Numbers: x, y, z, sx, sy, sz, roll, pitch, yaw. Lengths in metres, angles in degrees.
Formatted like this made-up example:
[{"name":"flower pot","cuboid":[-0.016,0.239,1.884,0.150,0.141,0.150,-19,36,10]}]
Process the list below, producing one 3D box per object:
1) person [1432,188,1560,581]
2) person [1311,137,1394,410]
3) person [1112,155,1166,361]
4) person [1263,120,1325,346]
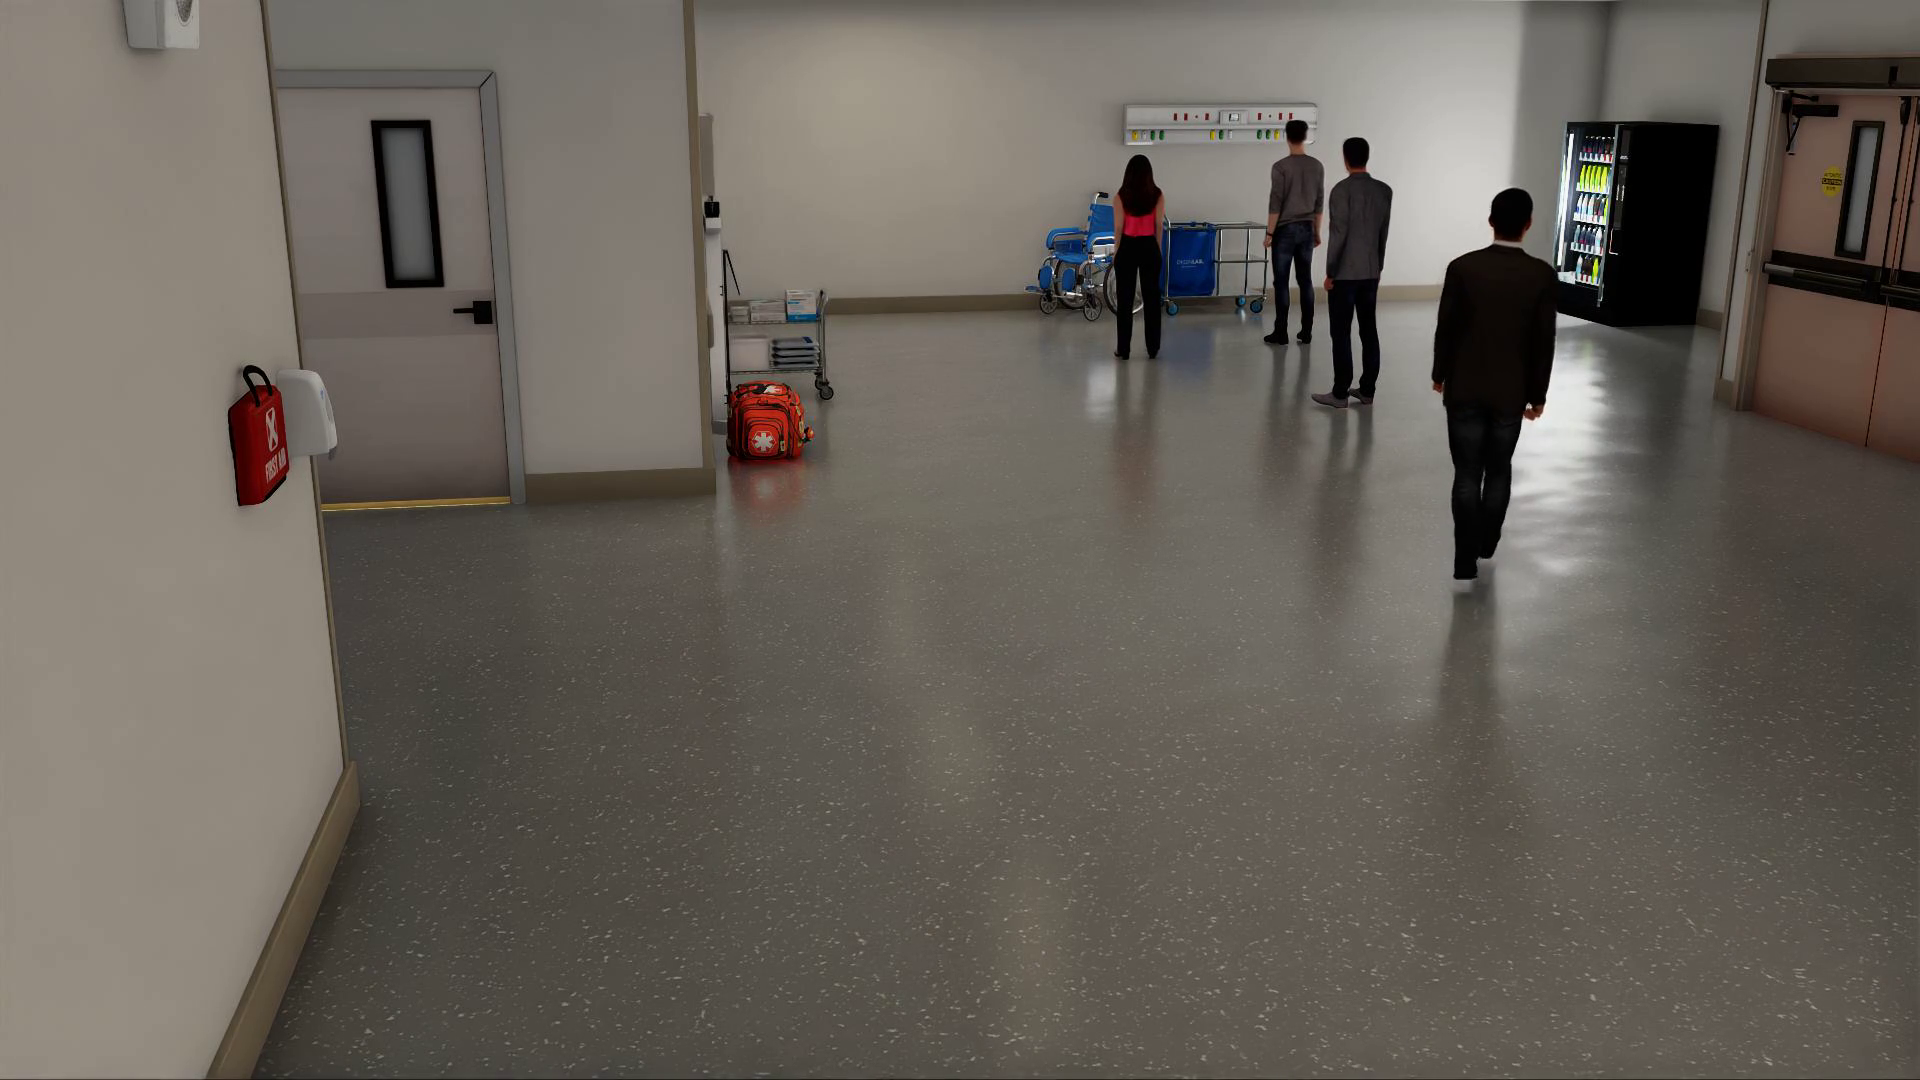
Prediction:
[{"name":"person","cuboid":[2.400,-0.674,7.595,0.987,1.775,1.221,4,16,14]},{"name":"person","cuboid":[2.774,-1.876,11.681,0.756,1.872,0.724,-8,18,-27]},{"name":"person","cuboid":[1.463,-2.321,13.652,0.595,1.658,0.523,-2,16,-6]},{"name":"person","cuboid":[2.896,-2.661,14.408,0.726,1.903,0.603,-5,16,-17]}]
